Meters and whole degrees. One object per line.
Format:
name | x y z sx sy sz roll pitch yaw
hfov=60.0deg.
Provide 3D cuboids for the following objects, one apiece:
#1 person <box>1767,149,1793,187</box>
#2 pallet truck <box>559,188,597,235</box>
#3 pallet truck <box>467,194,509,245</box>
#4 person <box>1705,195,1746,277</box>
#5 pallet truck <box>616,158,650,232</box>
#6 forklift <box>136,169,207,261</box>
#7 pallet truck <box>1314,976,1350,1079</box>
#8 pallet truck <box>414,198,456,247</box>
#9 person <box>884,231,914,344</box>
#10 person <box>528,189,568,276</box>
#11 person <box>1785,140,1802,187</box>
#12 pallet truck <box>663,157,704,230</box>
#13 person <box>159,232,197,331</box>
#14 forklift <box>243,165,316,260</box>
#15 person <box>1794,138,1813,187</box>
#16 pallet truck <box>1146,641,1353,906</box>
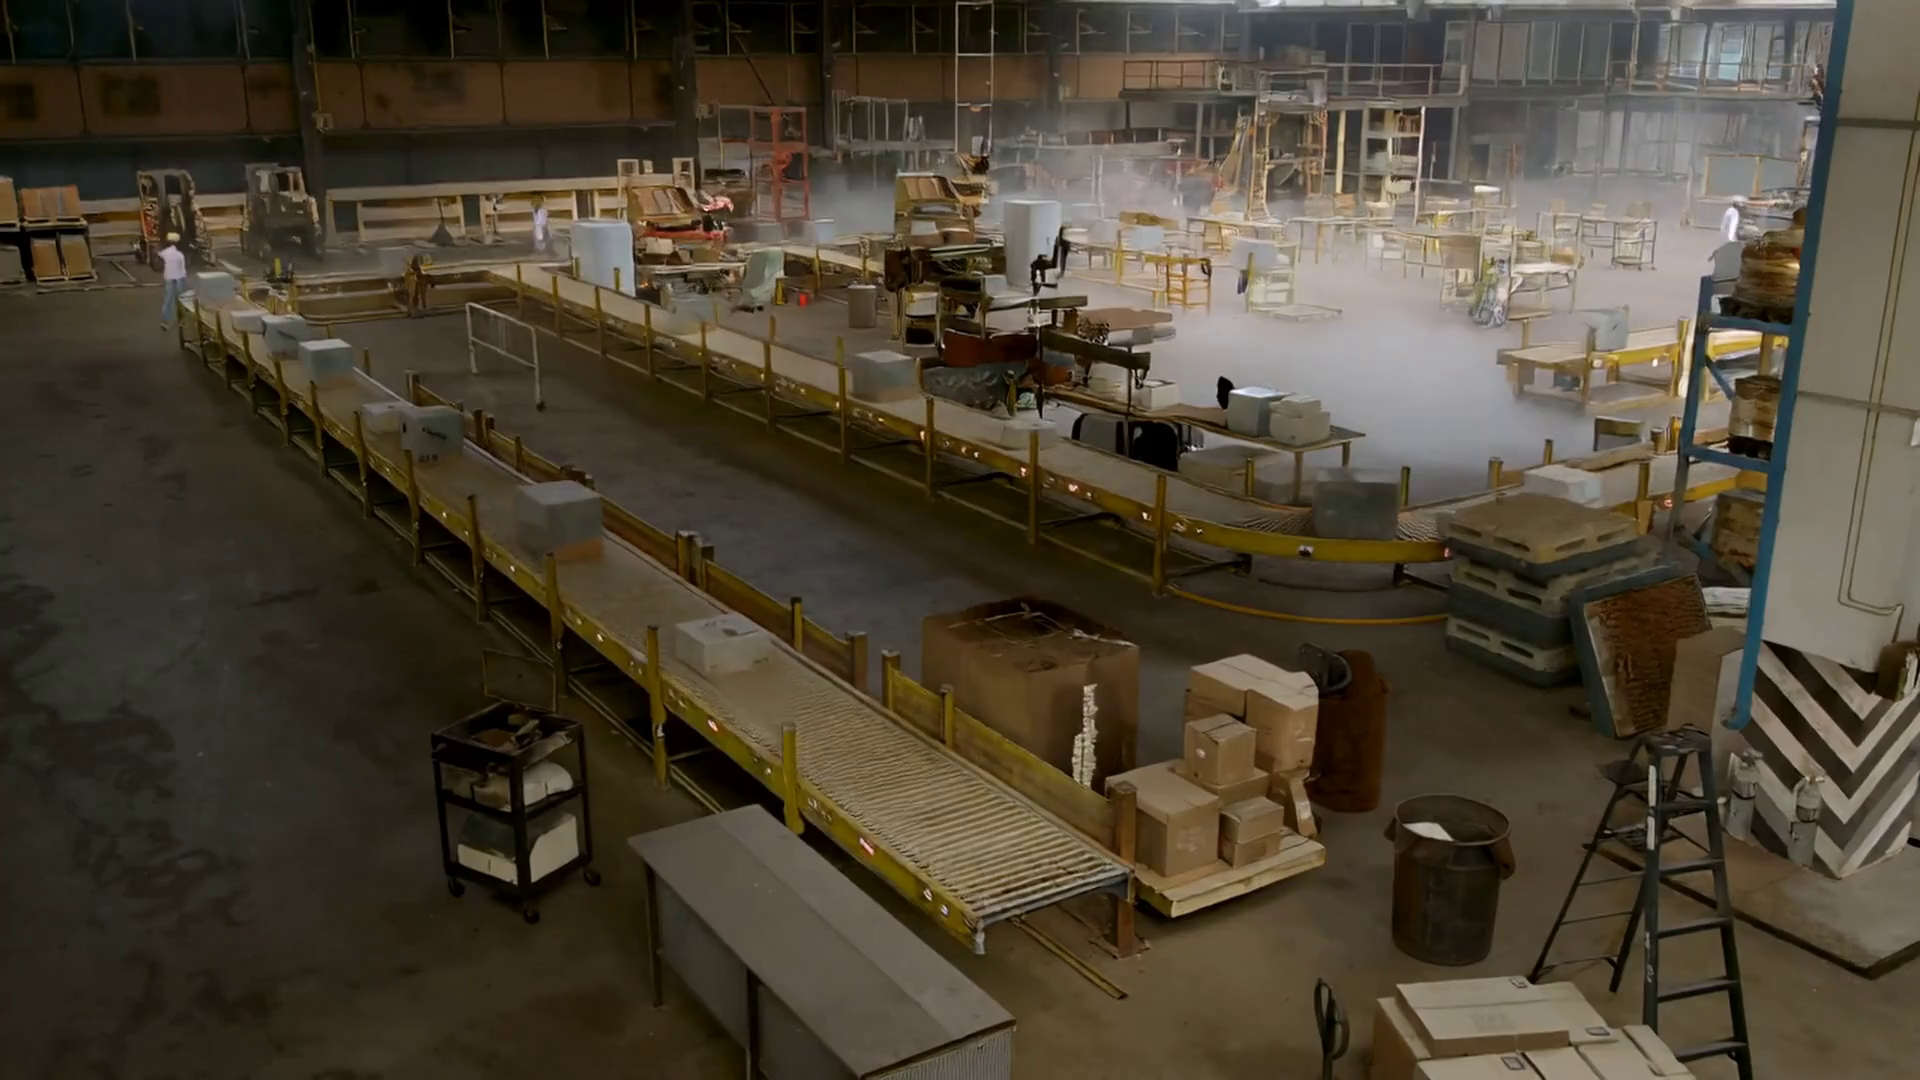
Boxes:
person | 24.379 -10.682 49.487 0.616 1.861 0.990 -3 17 -11
pallet truck | -10.010 -8.652 43.699 0.653 1.274 1.630 -10 20 -31
pallet truck | -11.983 -8.177 42.137 0.704 1.261 1.522 -11 20 -33
person | 16.640 -6.526 35.814 0.968 1.780 0.612 2 17 6
pallet truck | -8.918 -9.176 44.255 0.823 1.965 1.885 -9 19 -27
forklift | -17.842 -7.318 37.559 1.157 1.987 2.680 -10 20 -31
pallet truck | 2.299 2.390 7.086 1.601 1.201 0.680 -2 17 -7
pallet truck | -13.250 -8.060 41.856 0.680 1.201 1.601 -10 20 -31
person | -1.054 -4.268 28.108 0.644 1.898 0.397 16 23 42
person | -8.648 -6.268 34.561 0.873 2.016 0.613 -14 22 -38
person | 27.175 -12.134 54.387 0.613 1.833 0.511 3 17 11
pallet truck | -7.586 -9.308 44.692 0.823 1.965 1.885 -11 20 -33
person | -13.886 -4.571 29.387 0.527 1.725 0.884 6 18 18
forklift | -15.898 -7.669 38.708 1.157 1.987 2.680 -11 20 -33
person | 27.925 -12.407 55.228 0.475 1.868 0.610 -11 20 -34
pallet truck | 1.664 1.407 10.232 1.630 1.274 0.653 -10 20 -31
